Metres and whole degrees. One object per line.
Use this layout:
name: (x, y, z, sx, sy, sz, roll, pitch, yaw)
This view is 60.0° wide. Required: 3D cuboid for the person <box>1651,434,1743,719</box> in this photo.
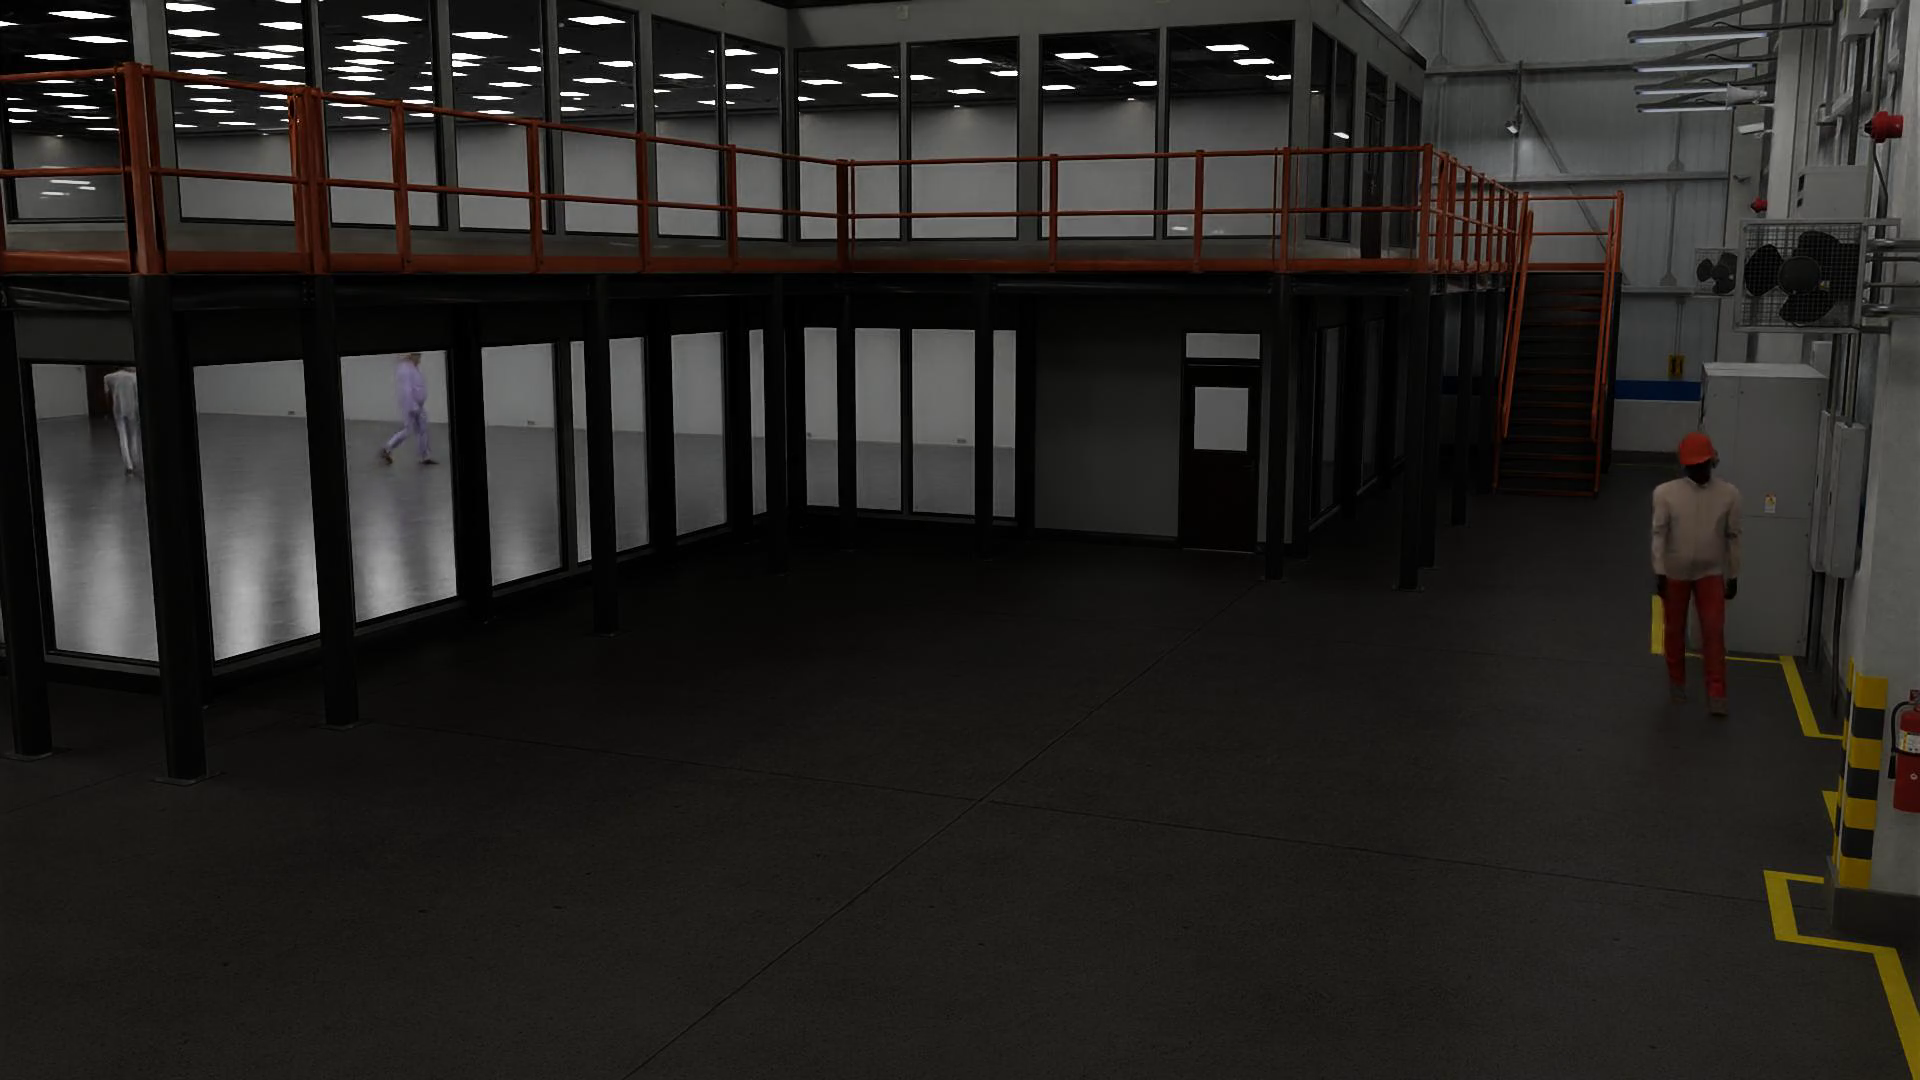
person: (5.080, 0.242, 11.464, 0.624, 1.931, 1.017, 2, 9, 14)
